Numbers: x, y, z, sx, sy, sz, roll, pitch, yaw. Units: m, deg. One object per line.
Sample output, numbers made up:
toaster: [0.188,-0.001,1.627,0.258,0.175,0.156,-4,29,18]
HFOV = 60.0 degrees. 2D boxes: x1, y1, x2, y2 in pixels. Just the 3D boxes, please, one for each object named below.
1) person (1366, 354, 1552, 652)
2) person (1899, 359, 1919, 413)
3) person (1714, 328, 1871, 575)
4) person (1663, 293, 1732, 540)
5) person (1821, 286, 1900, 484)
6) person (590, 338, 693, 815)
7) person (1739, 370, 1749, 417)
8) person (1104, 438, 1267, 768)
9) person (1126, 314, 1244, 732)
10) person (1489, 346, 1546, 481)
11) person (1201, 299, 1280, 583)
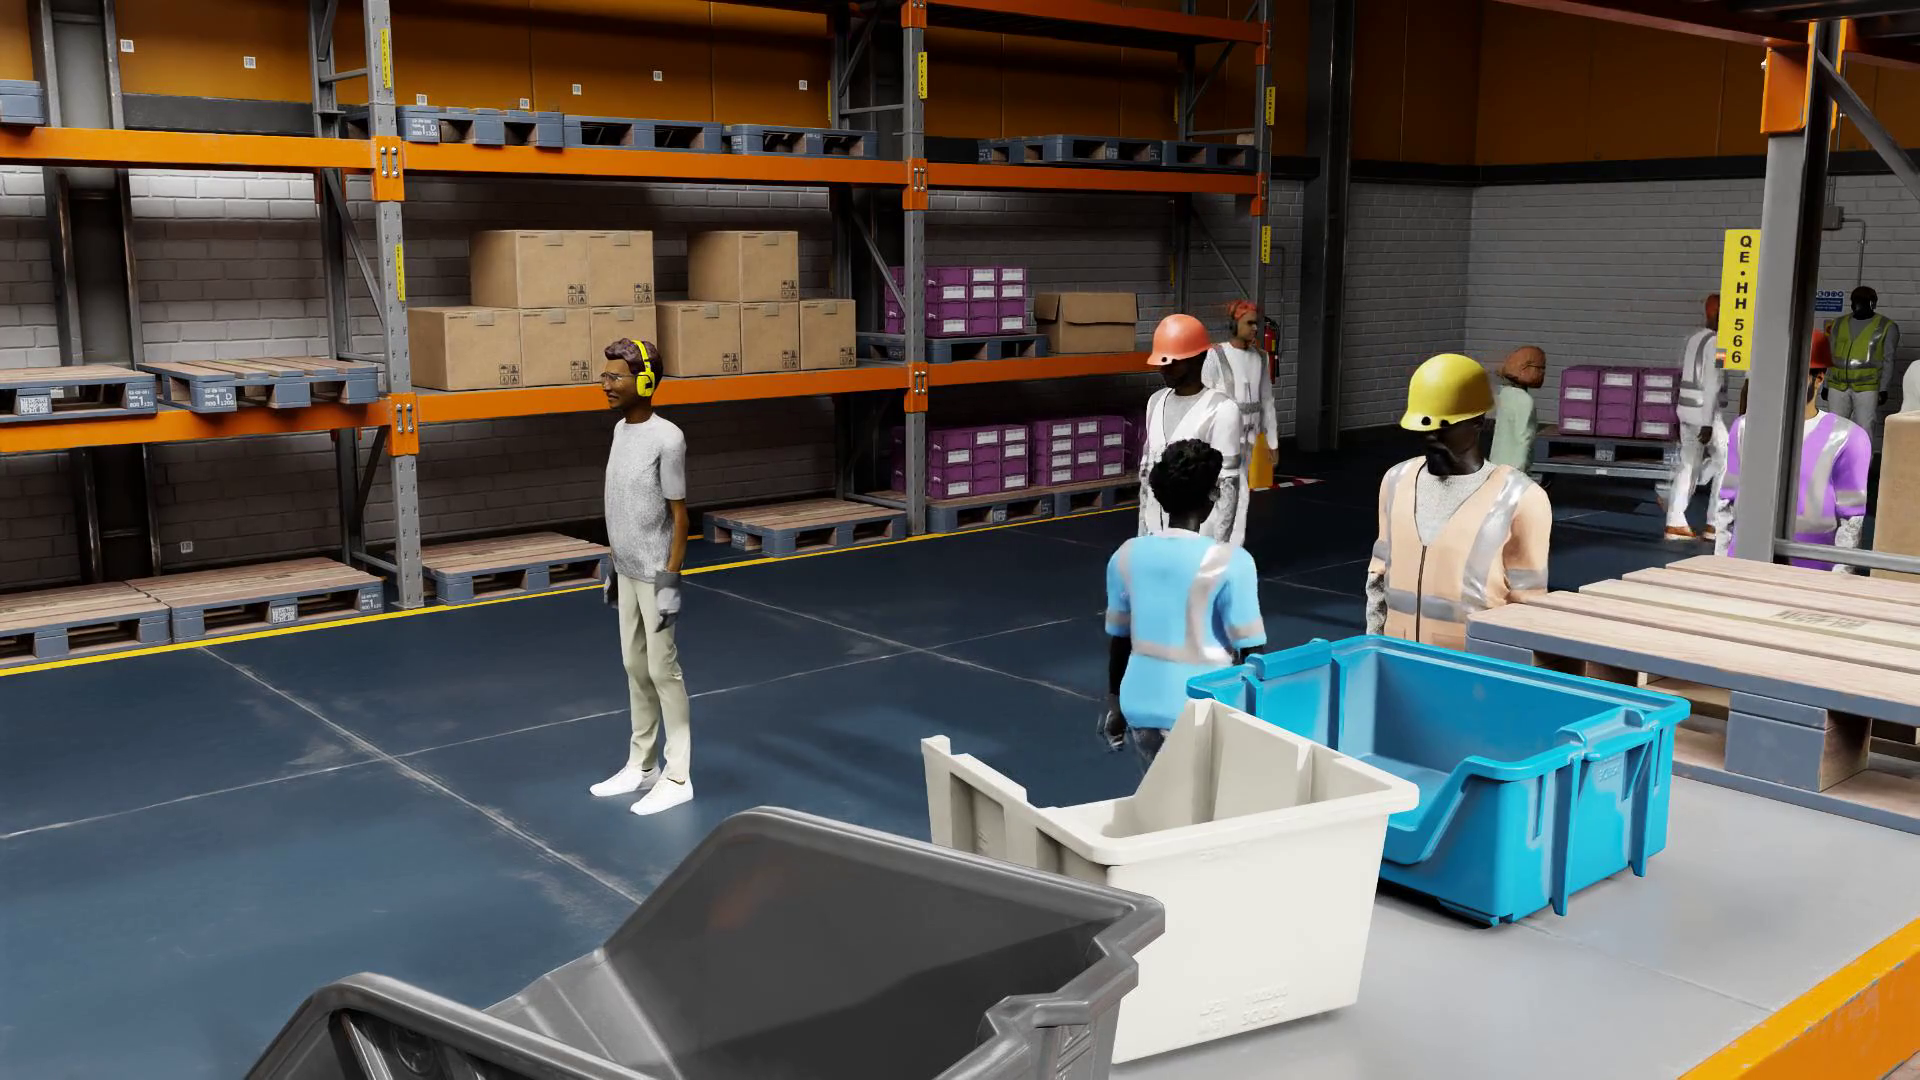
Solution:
person: [1.445,0.402,4.987,0.381,1.917,0.586,-8,13,-39]
person: [5.273,-0.295,8.847,0.371,1.934,0.627,-8,13,-39]
person: [3.157,0.136,6.411,0.361,1.939,0.543,-8,13,-39]
person: [5.667,-0.911,12.480,0.705,1.861,0.592,1,10,5]
person: [8.295,-1.422,15.412,0.429,1.845,0.621,-8,13,-39]
person: [-1.258,0.143,6.565,0.328,1.873,0.520,-8,13,-39]
person: [5.730,-0.783,11.752,0.328,1.873,0.520,-8,13,-39]
person: [0.618,0.522,5.018,0.847,1.662,0.532,-8,13,-39]
person: [0.984,-0.039,7.426,0.373,1.928,0.543,-8,13,-39]
person: [3.453,-0.385,10.256,0.508,1.612,0.499,-1,10,-5]
person: [1.884,-0.633,10.921,0.615,1.862,0.678,-8,13,-38]
